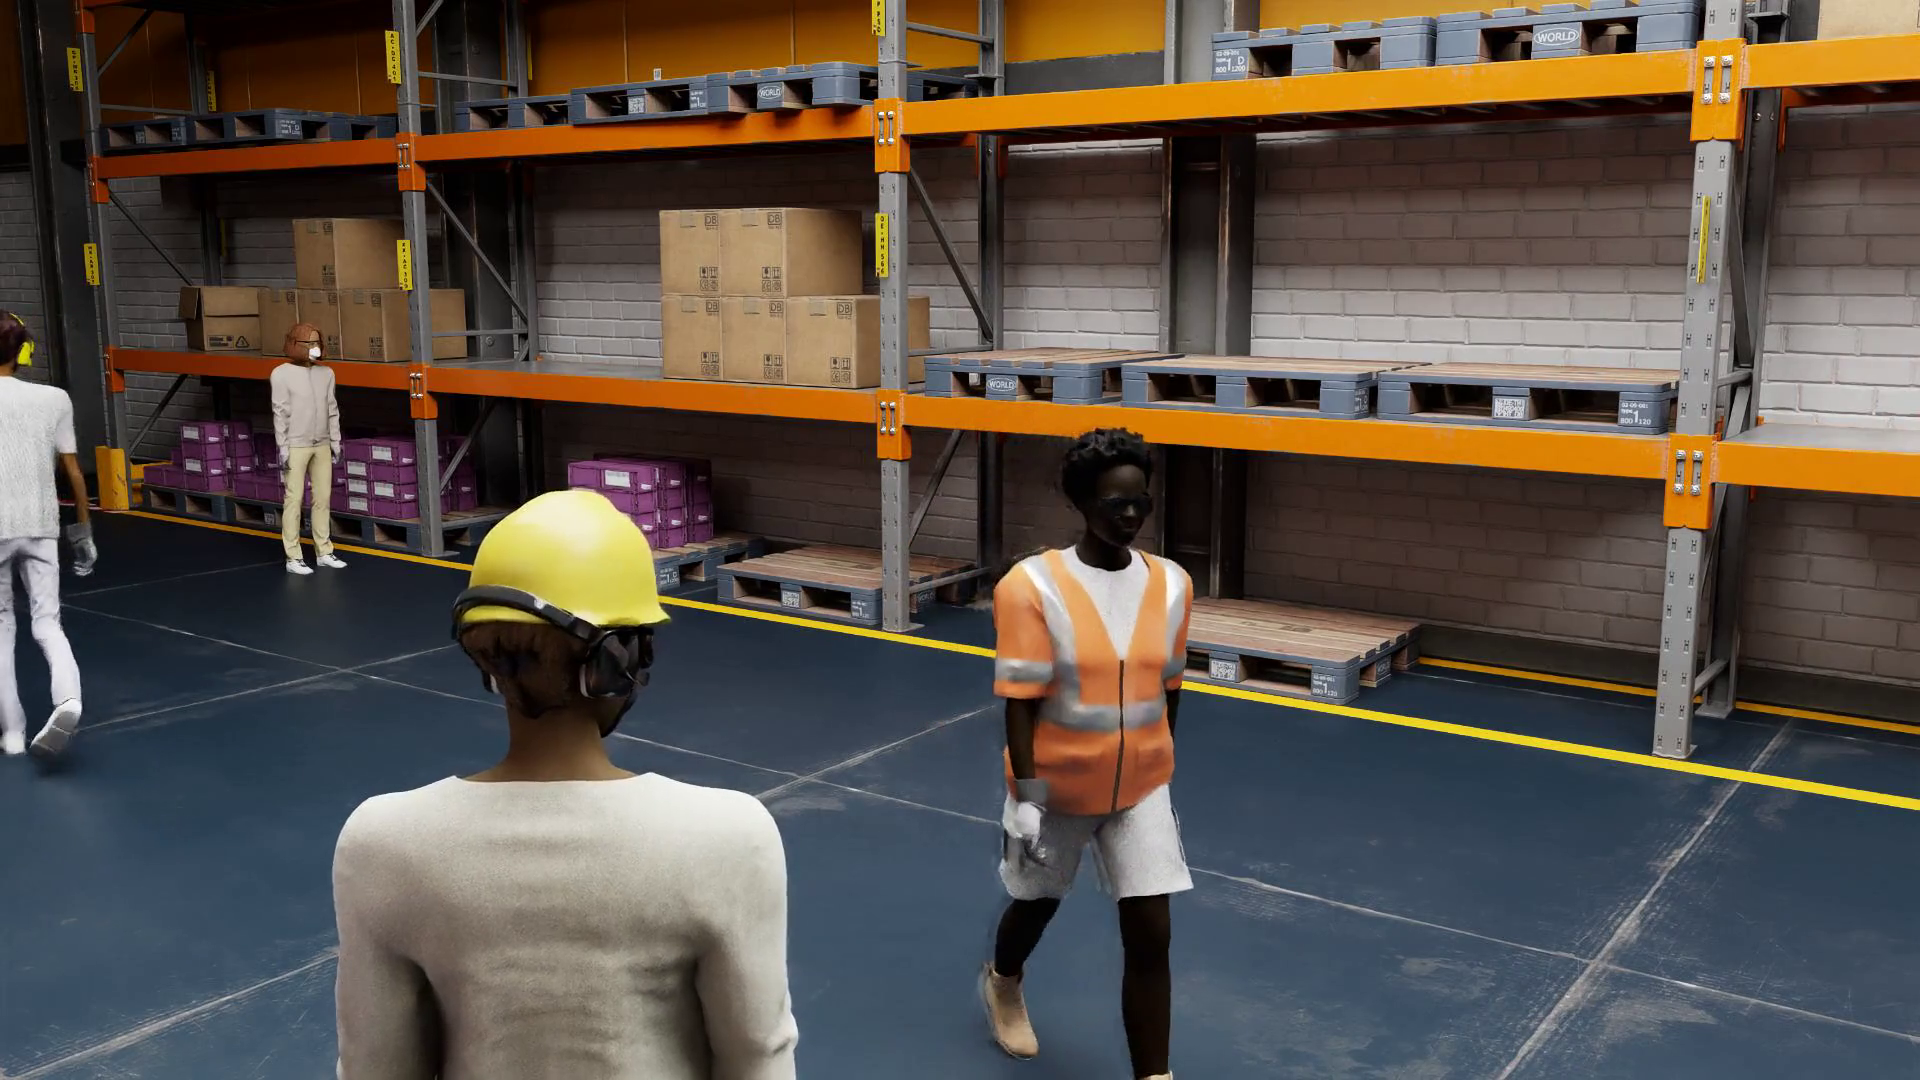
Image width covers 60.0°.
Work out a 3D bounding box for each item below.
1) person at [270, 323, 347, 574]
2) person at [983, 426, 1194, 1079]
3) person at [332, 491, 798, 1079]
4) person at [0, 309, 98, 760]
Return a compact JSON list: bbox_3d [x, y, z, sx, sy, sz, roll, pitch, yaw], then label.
[{"bbox_3d":[-4.240,-0.595,10.822,0.277,1.629,0.497,5,11,29],"label":"person"},{"bbox_3d":[0.288,0.546,3.918,0.528,1.663,0.856,-3,10,-19],"label":"person"},{"bbox_3d":[-0.452,0.821,1.984,0.526,1.761,0.337,0,10,-1],"label":"person"},{"bbox_3d":[-3.763,0.003,6.659,0.575,1.839,0.726,-7,12,-36],"label":"person"}]
